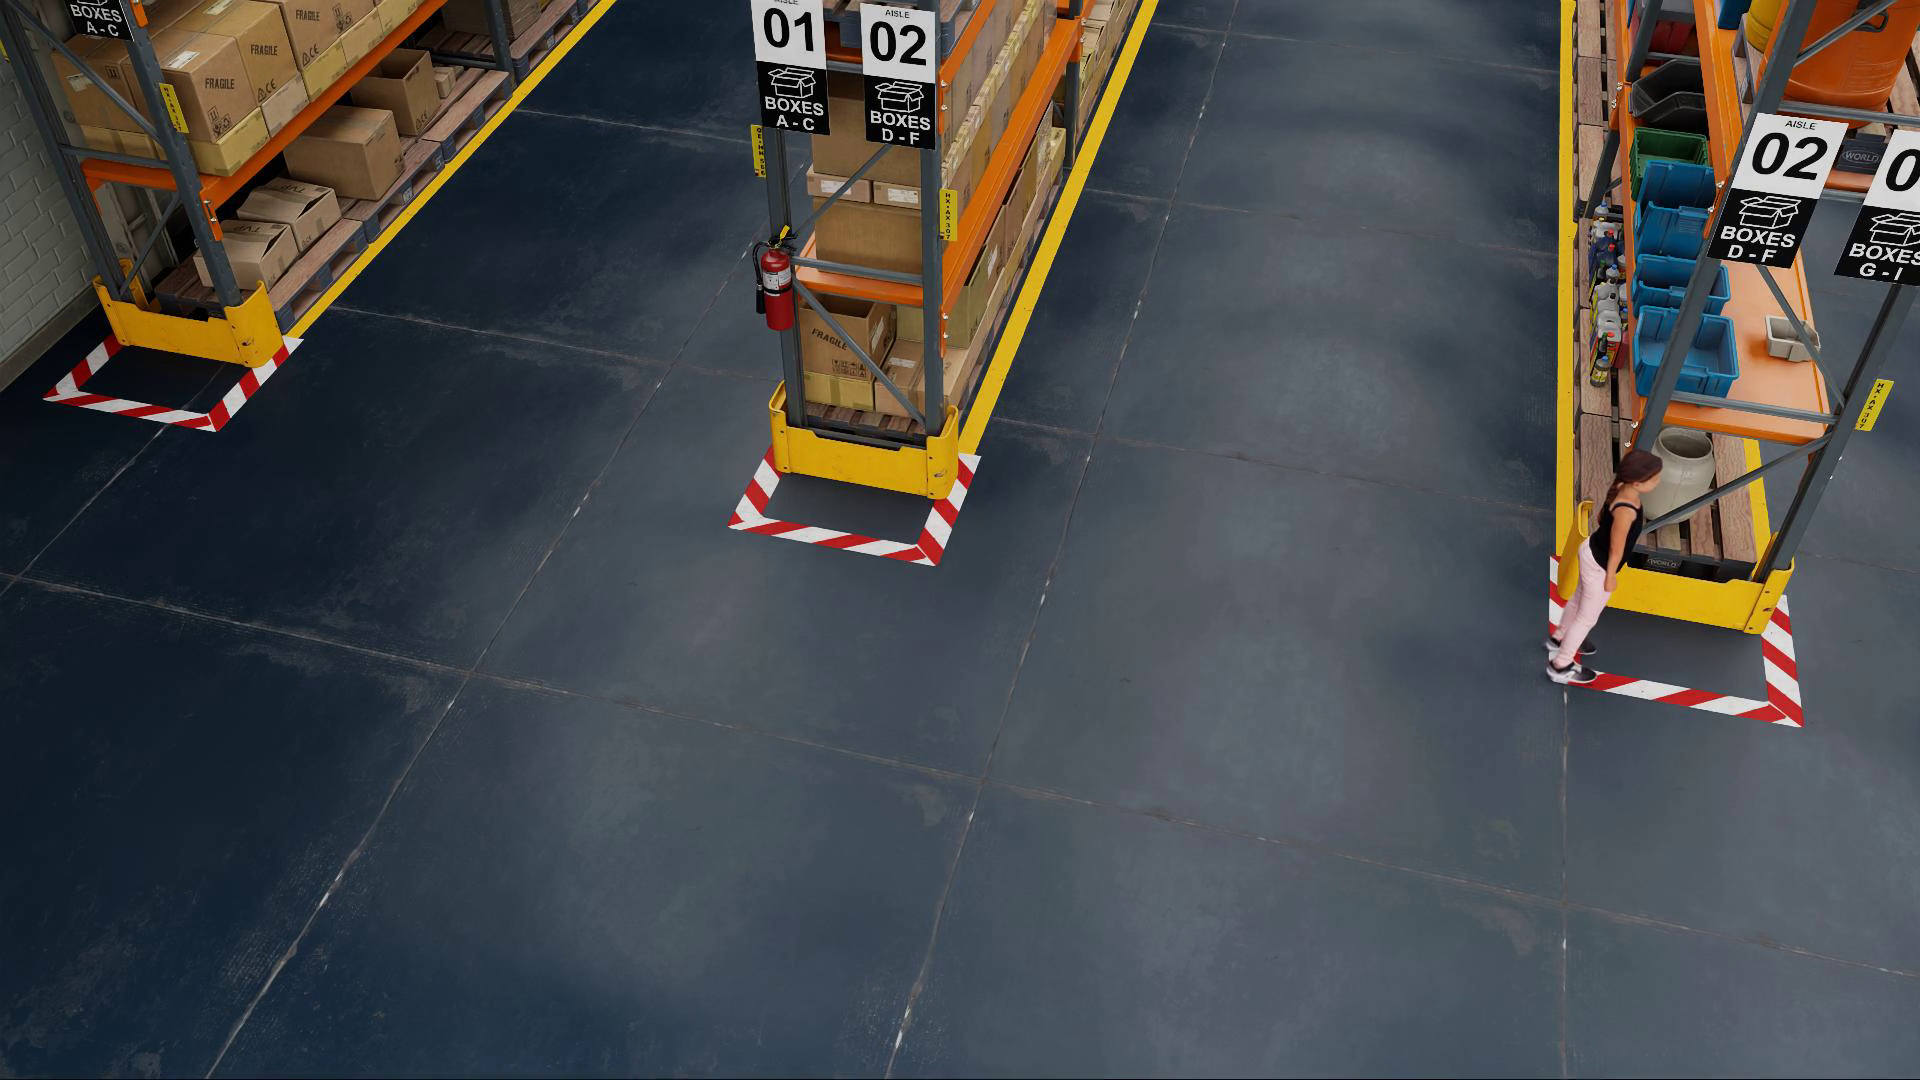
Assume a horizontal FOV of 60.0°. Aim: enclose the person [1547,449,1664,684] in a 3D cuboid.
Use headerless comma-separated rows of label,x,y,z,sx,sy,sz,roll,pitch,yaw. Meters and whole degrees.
person,3.457,0.121,8.968,0.567,1.563,0.449,8,44,8
